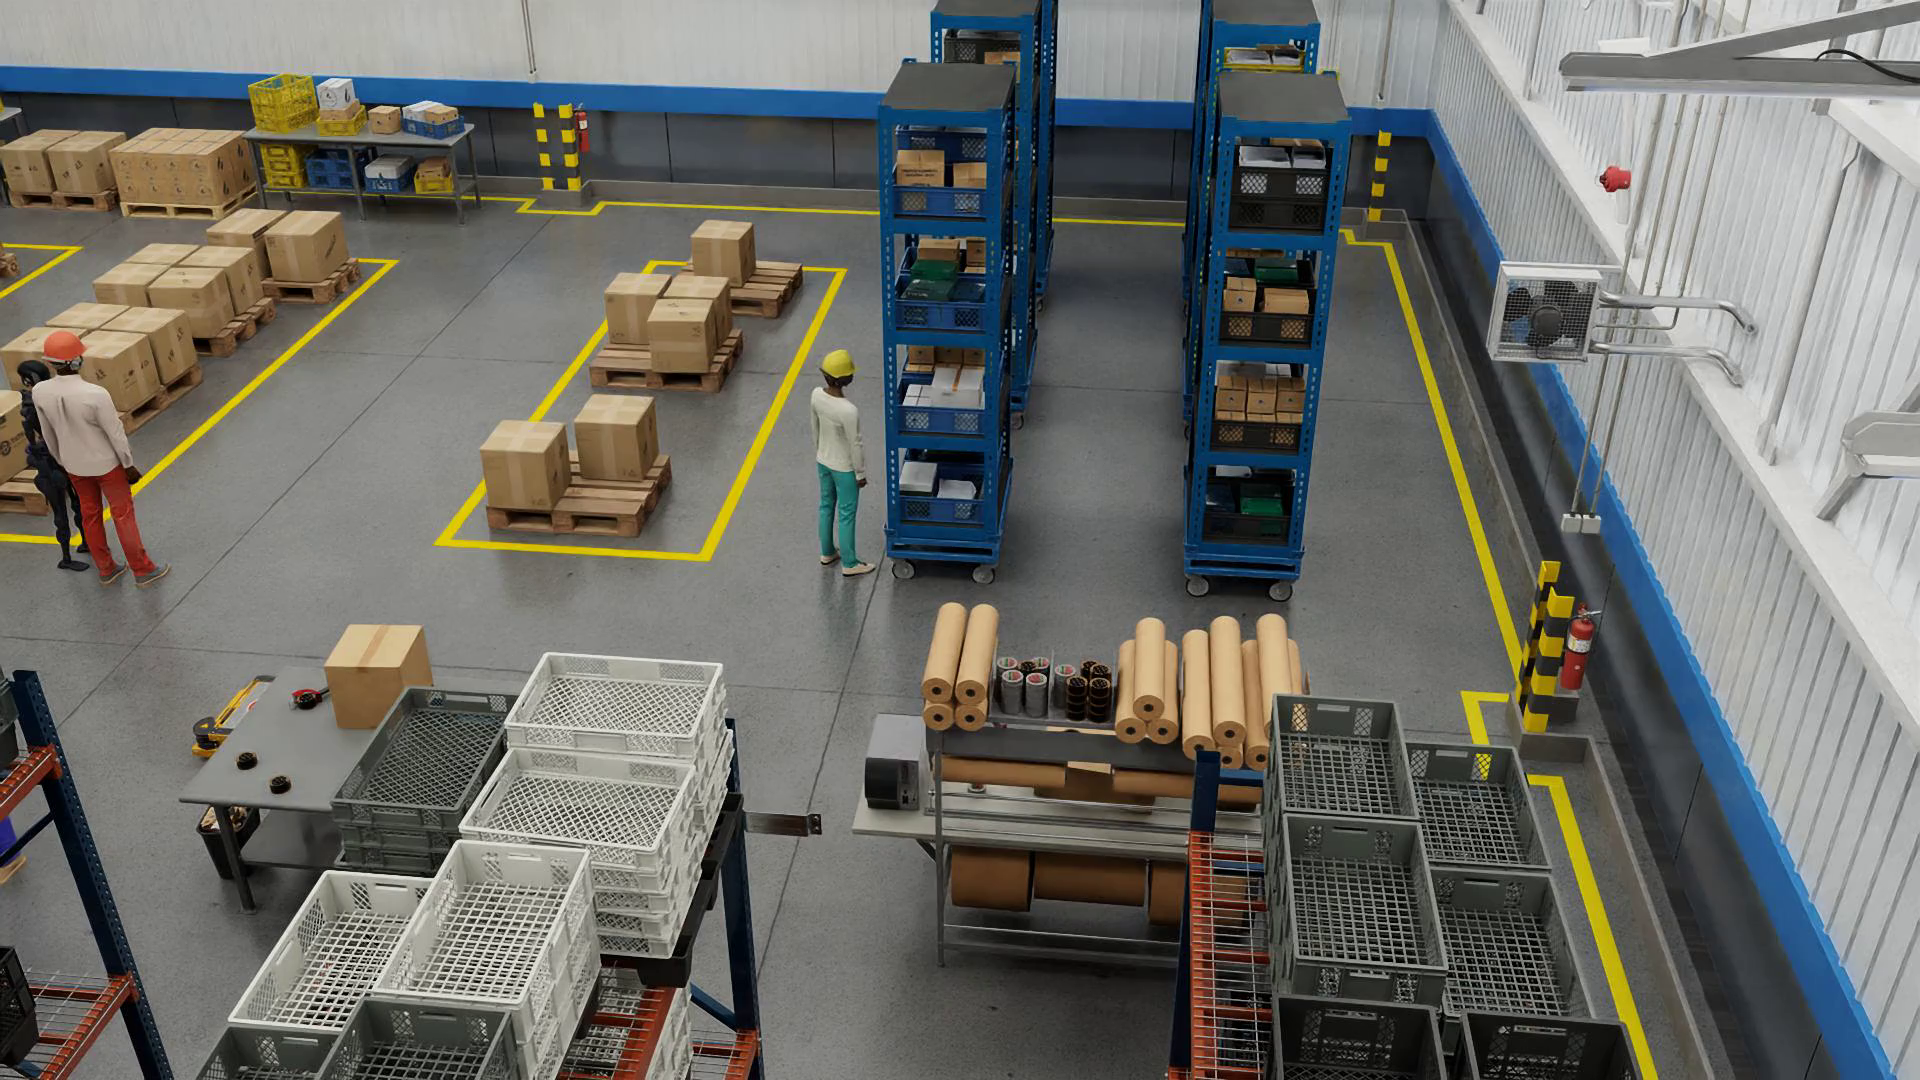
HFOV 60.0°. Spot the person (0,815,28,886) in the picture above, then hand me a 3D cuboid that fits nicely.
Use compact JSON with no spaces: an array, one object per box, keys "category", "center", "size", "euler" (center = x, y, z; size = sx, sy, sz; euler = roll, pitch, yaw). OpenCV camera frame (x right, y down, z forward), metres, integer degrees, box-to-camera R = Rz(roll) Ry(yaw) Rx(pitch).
[{"category":"person","center":[-5.714,1.044,9.121],"size":[0.679,2.000,0.536],"euler":[12,32,19]}]

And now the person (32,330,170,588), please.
[{"category":"person","center":[-6.201,-0.565,11.930],"size":[0.610,1.995,0.376],"euler":[4,30,7]}]

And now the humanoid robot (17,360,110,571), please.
[{"category":"humanoid robot","center":[-6.626,-0.566,12.245],"size":[0.351,1.651,0.564],"euler":[2,30,3]}]

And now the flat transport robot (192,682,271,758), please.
[{"category":"flat transport robot","center":[-4.089,1.163,10.648],"size":[1.431,0.197,0.652],"euler":[3,30,6]}]

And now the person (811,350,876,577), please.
[{"category":"person","center":[-0.869,-0.565,12.155],"size":[0.312,1.768,0.526],"euler":[-25,38,-36]}]
